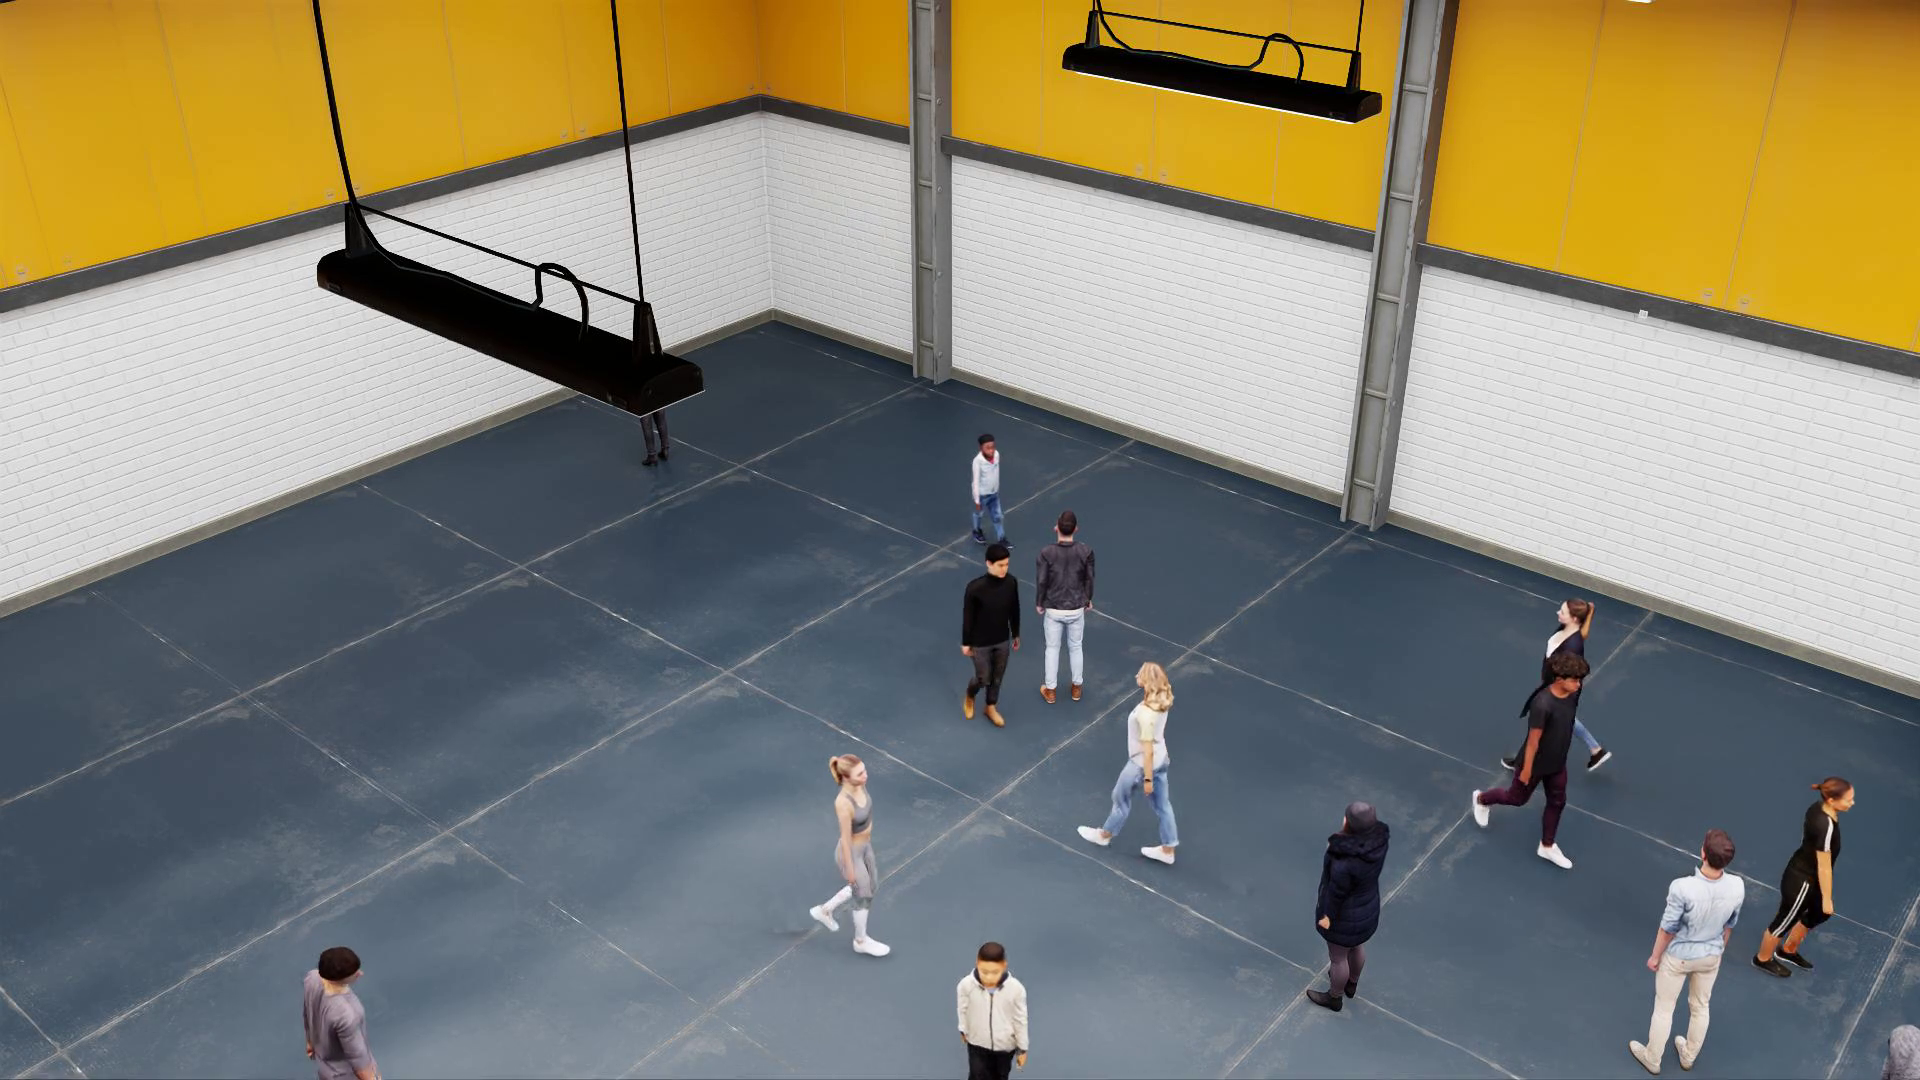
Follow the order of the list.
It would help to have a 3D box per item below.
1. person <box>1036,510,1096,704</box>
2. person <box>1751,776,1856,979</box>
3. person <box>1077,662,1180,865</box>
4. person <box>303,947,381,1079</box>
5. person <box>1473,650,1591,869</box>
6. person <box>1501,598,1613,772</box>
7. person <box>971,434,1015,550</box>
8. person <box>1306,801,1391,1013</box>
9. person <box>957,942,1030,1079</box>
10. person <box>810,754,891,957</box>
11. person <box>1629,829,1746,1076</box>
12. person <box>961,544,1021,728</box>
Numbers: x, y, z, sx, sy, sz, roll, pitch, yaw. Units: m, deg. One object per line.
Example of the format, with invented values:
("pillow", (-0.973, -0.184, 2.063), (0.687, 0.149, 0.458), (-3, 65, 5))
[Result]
("person", (0.894, 0.572, 14.180), (0.730, 1.836, 0.781), (-3, 29, -6))
("person", (5.638, 2.270, 11.257), (0.641, 1.654, 0.620), (17, 33, 28))
("person", (1.476, 1.683, 12.292), (1.089, 1.693, 0.827), (12, 31, 21))
("person", (-3.635, 3.049, 9.652), (0.479, 1.824, 0.915), (17, 33, 28))
("person", (4.293, 1.572, 12.440), (0.823, 1.746, 1.176), (-18, 33, -30))
("person", (4.857, 1.196, 13.219), (1.139, 1.660, 0.880), (9, 30, 16))
("person", (0.230, -0.516, 16.808), (0.667, 1.229, 0.902), (-16, 33, -27))
("person", (2.578, 2.407, 10.985), (0.663, 1.675, 0.682), (26, 38, 38))
("person", (0.206, 2.983, 10.180), (0.839, 1.434, 0.885), (0, 29, -1))
("person", (-0.800, 2.156, 11.434), (0.915, 1.686, 0.787), (6, 29, 10))
("person", (4.596, 2.599, 10.453), (0.720, 1.847, 0.792), (-1, 29, -2))
("person", (0.213, 0.762, 13.960), (0.760, 1.714, 0.775), (-12, 31, -20))
